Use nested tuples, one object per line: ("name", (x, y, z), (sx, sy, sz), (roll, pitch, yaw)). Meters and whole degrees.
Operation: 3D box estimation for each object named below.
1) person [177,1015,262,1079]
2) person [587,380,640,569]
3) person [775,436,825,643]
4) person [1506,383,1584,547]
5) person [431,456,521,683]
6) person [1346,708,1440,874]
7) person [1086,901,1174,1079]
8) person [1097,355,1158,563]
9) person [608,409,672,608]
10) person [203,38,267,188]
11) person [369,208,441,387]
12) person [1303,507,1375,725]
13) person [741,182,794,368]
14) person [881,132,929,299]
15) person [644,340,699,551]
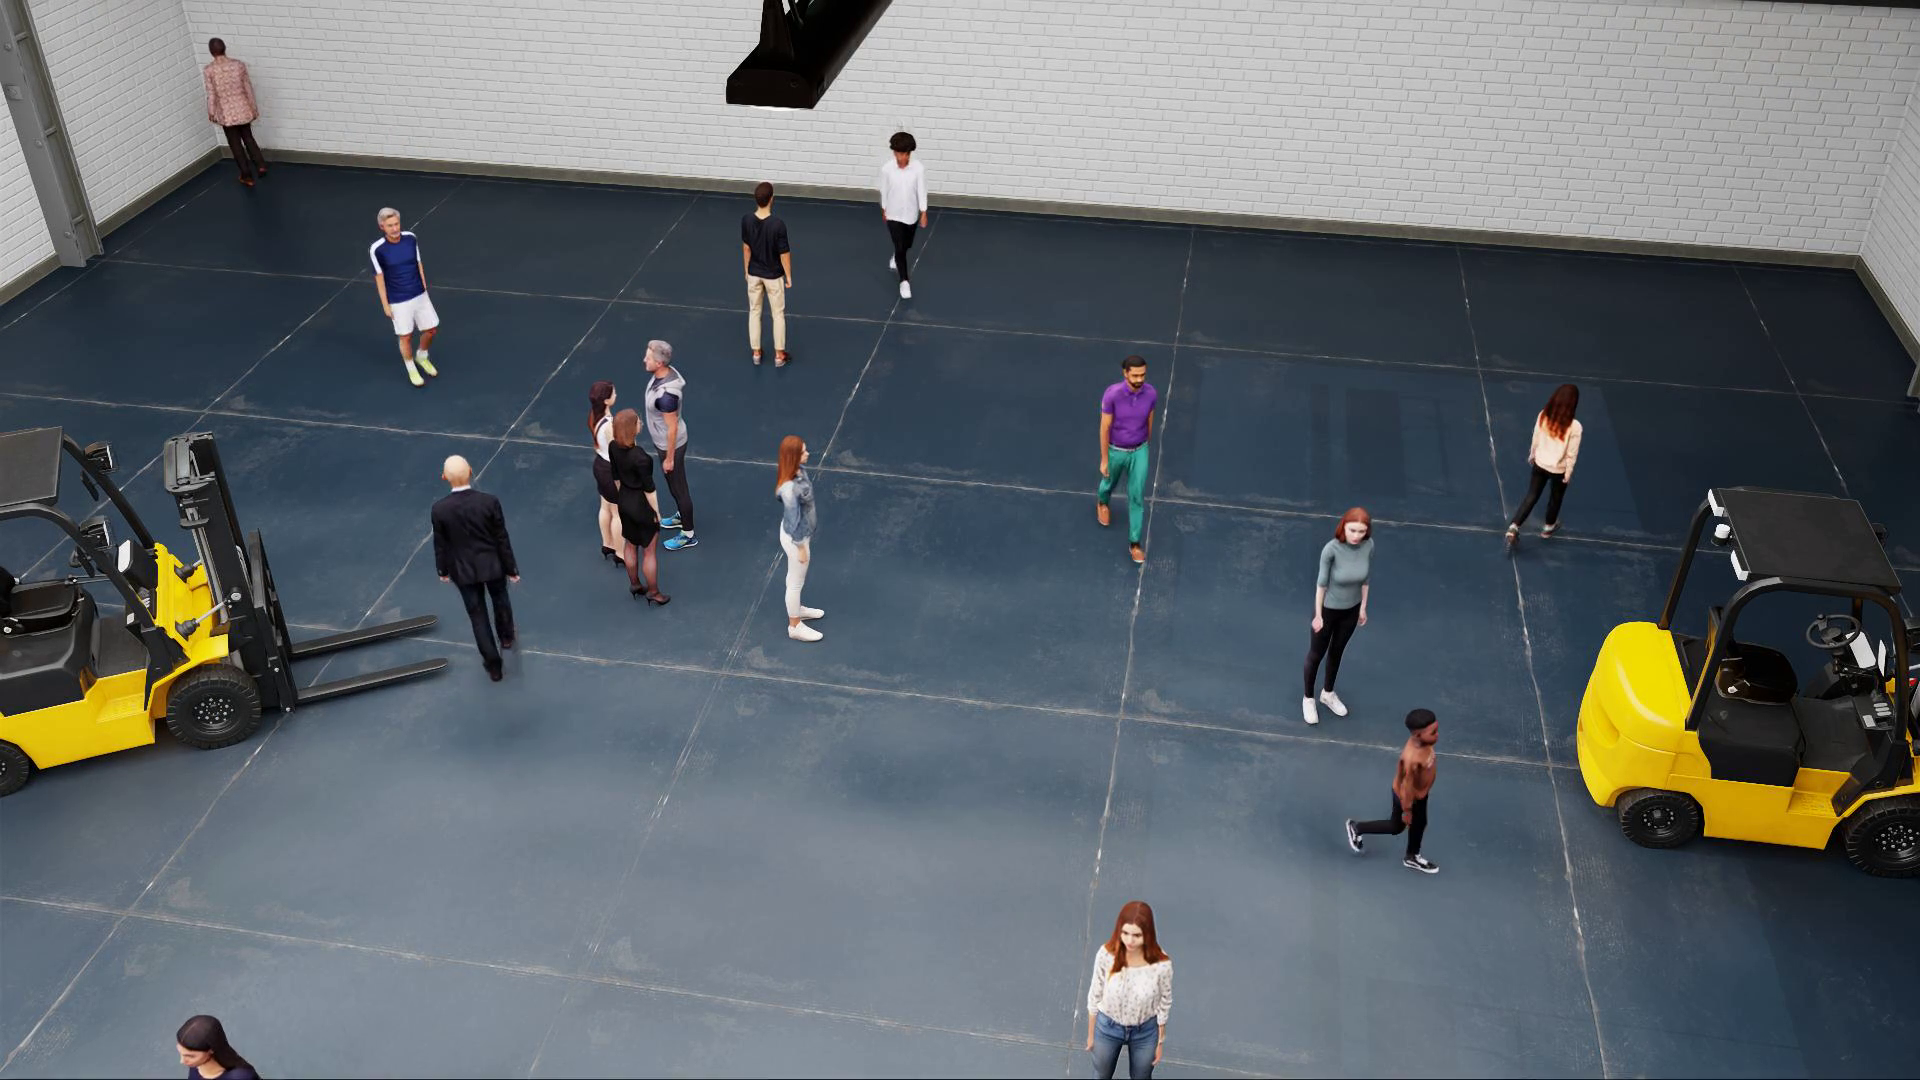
("person", (-3.392, 2.843, 8.099), (0.810, 1.741, 0.971), (22, 40, 30))
("person", (-2.782, -0.522, 13.247), (0.682, 1.648, 0.625), (-22, 40, -30))
("person", (-1.238, -0.032, 12.460), (0.713, 1.703, 0.526), (-1, 34, -2))
("person", (4.761, -0.587, 13.510), (1.011, 1.464, 0.903), (-27, 42, -34))
("person", (-3.457, 0.256, 11.958), (0.936, 1.779, 1.025), (-11, 35, -16))
("person", (2.768, 1.569, 10.471), (0.789, 1.237, 0.856), (20, 38, 27))
("person", (0.861, 2.518, 8.598), (0.571, 1.729, 0.502), (6, 34, 9))
("person", (1.307, -0.757, 13.525), (0.881, 1.730, 1.243), (-4, 34, -7))
("person", (-2.481, -0.244, 12.775), (0.658, 1.706, 0.658), (25, 41, 32))
("person", (-8.711, -5.122, 20.033), (0.873, 1.795, 0.780), (28, 43, 35))
("person", (-5.318, -2.344, 15.827), (0.750, 1.825, 0.831), (-28, 42, -35))
("person", (2.638, 0.500, 11.623), (0.663, 1.743, 0.678), (-9, 35, -14))
("person", (-1.889, -2.565, 16.136), (0.634, 1.851, 0.532), (7, 34, 10))
("person", (-0.635, -3.506, 17.631), (0.900, 1.763, 1.204), (-5, 34, -7))
("person", (-2.344, -0.793, 13.492), (0.834, 1.828, 0.669), (-8, 34, -12))
